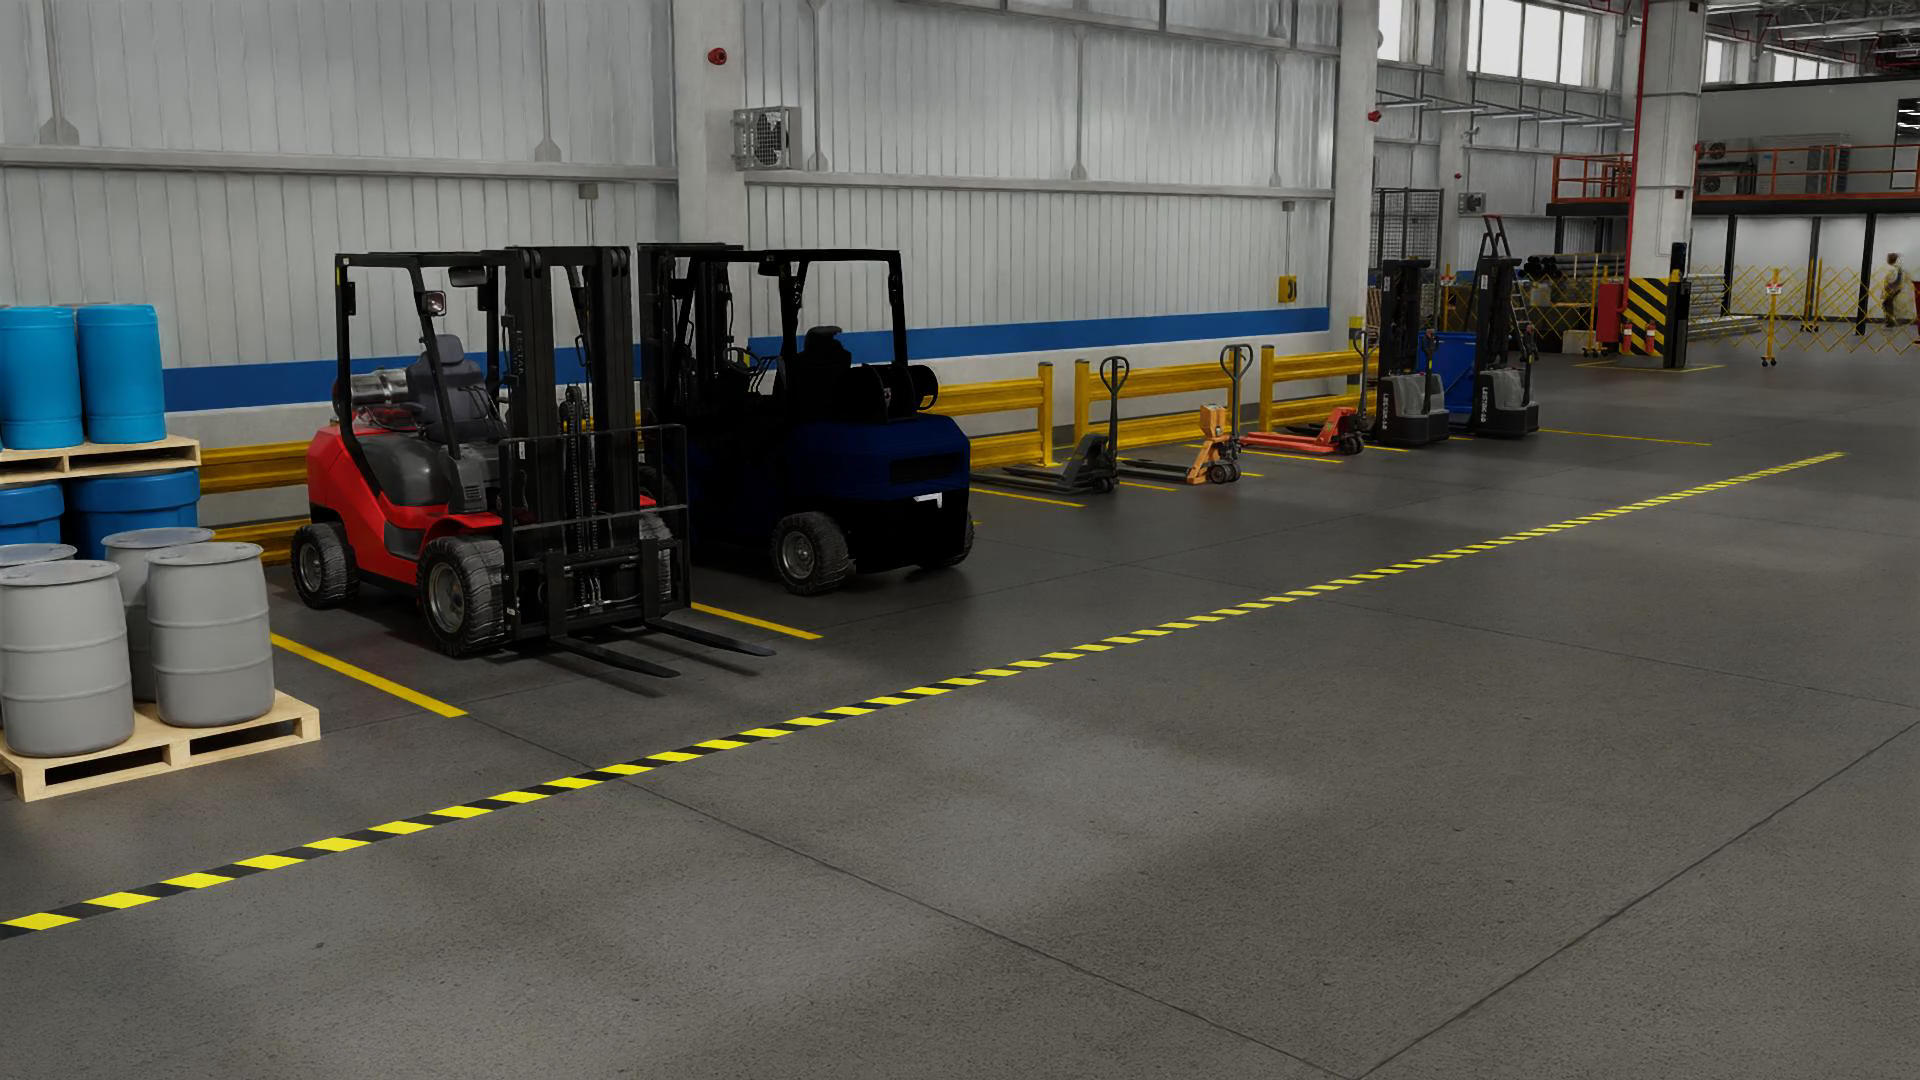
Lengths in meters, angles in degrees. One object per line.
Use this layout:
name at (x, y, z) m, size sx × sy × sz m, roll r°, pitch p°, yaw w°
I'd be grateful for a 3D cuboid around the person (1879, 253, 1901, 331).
person at (21.869, -5.845, 39.185) m, size 0.544 × 1.829 × 0.519 m, roll -8°, pitch 13°, yaw -38°

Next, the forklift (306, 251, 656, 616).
forklift at (-2.833, -0.669, 9.694) m, size 1.157 × 1.987 × 2.680 m, roll -10°, pitch 14°, yaw -44°

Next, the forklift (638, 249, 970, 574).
forklift at (-1.173, -0.958, 11.239) m, size 2.680 × 1.987 × 1.157 m, roll 10°, pitch 14°, yaw 43°

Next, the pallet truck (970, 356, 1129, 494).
pallet truck at (0.784, -1.085, 14.876) m, size 0.680 × 1.201 × 1.601 m, roll -10°, pitch 14°, yaw -44°

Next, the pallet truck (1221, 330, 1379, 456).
pallet truck at (3.563, -1.581, 17.381) m, size 0.653 × 1.274 × 1.630 m, roll -10°, pitch 14°, yaw -44°

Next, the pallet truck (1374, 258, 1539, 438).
pallet truck at (5.704, -2.208, 18.901) m, size 1.885 × 1.965 × 0.823 m, roll 10°, pitch 14°, yaw 43°

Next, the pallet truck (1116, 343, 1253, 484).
pallet truck at (1.962, -1.215, 15.415) m, size 1.522 × 1.261 × 0.704 m, roll 10°, pitch 14°, yaw 43°

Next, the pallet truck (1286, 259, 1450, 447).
pallet truck at (4.493, -2.078, 18.196) m, size 0.823 × 1.965 × 1.885 m, roll -9°, pitch 14°, yaw -40°
